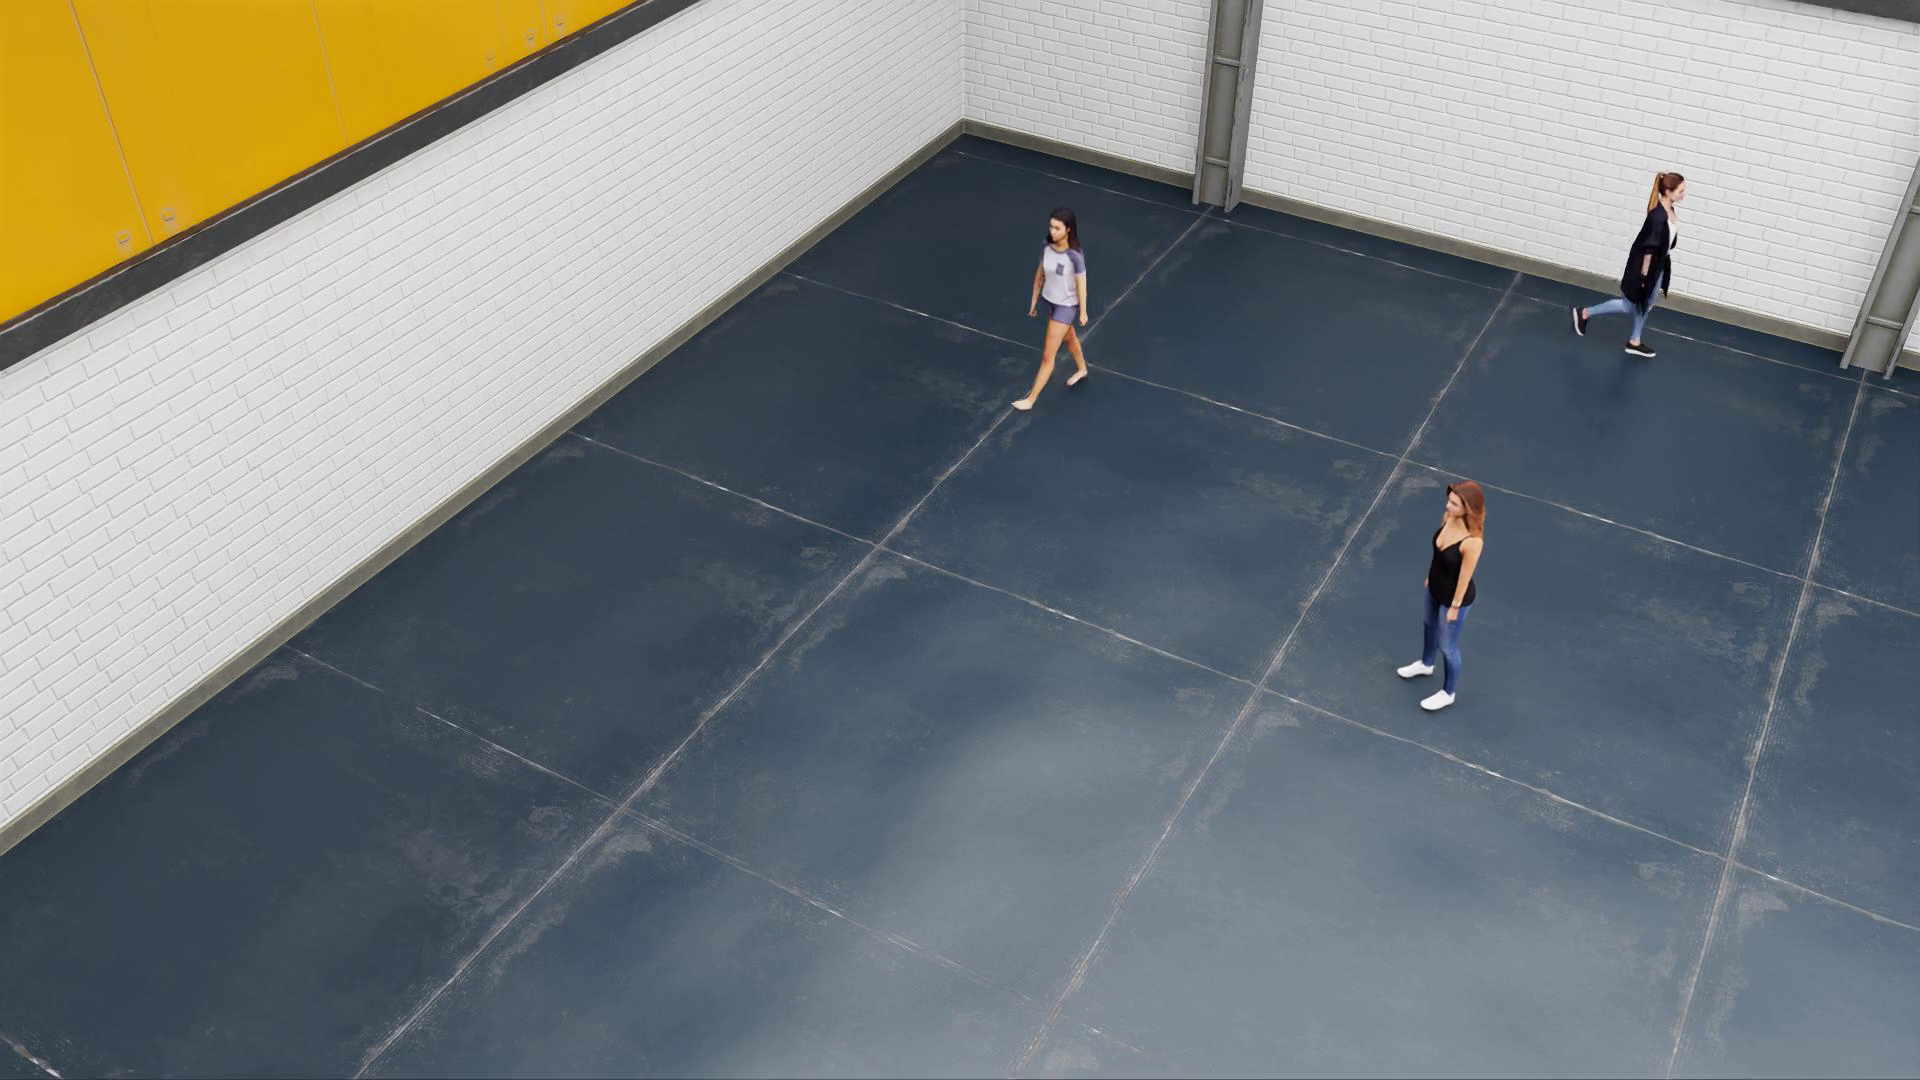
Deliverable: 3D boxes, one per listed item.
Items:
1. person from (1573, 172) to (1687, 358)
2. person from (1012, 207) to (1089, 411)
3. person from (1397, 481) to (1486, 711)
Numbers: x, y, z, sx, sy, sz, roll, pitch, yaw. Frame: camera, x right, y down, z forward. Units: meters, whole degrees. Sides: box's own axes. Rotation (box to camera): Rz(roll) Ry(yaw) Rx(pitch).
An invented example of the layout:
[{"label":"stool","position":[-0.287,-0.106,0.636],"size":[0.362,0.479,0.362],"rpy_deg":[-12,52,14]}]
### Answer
[{"label":"person","position":[5.634,-2.304,13.879],"size":[0.954,1.667,0.639],"rpy_deg":[21,43,24]},{"label":"person","position":[0.858,-1.888,13.349],"size":[0.899,1.678,1.146],"rpy_deg":[-30,47,-32]},{"label":"person","position":[3.112,0.320,10.552],"size":[0.701,1.718,0.648],"rpy_deg":[-8,39,-10]}]
